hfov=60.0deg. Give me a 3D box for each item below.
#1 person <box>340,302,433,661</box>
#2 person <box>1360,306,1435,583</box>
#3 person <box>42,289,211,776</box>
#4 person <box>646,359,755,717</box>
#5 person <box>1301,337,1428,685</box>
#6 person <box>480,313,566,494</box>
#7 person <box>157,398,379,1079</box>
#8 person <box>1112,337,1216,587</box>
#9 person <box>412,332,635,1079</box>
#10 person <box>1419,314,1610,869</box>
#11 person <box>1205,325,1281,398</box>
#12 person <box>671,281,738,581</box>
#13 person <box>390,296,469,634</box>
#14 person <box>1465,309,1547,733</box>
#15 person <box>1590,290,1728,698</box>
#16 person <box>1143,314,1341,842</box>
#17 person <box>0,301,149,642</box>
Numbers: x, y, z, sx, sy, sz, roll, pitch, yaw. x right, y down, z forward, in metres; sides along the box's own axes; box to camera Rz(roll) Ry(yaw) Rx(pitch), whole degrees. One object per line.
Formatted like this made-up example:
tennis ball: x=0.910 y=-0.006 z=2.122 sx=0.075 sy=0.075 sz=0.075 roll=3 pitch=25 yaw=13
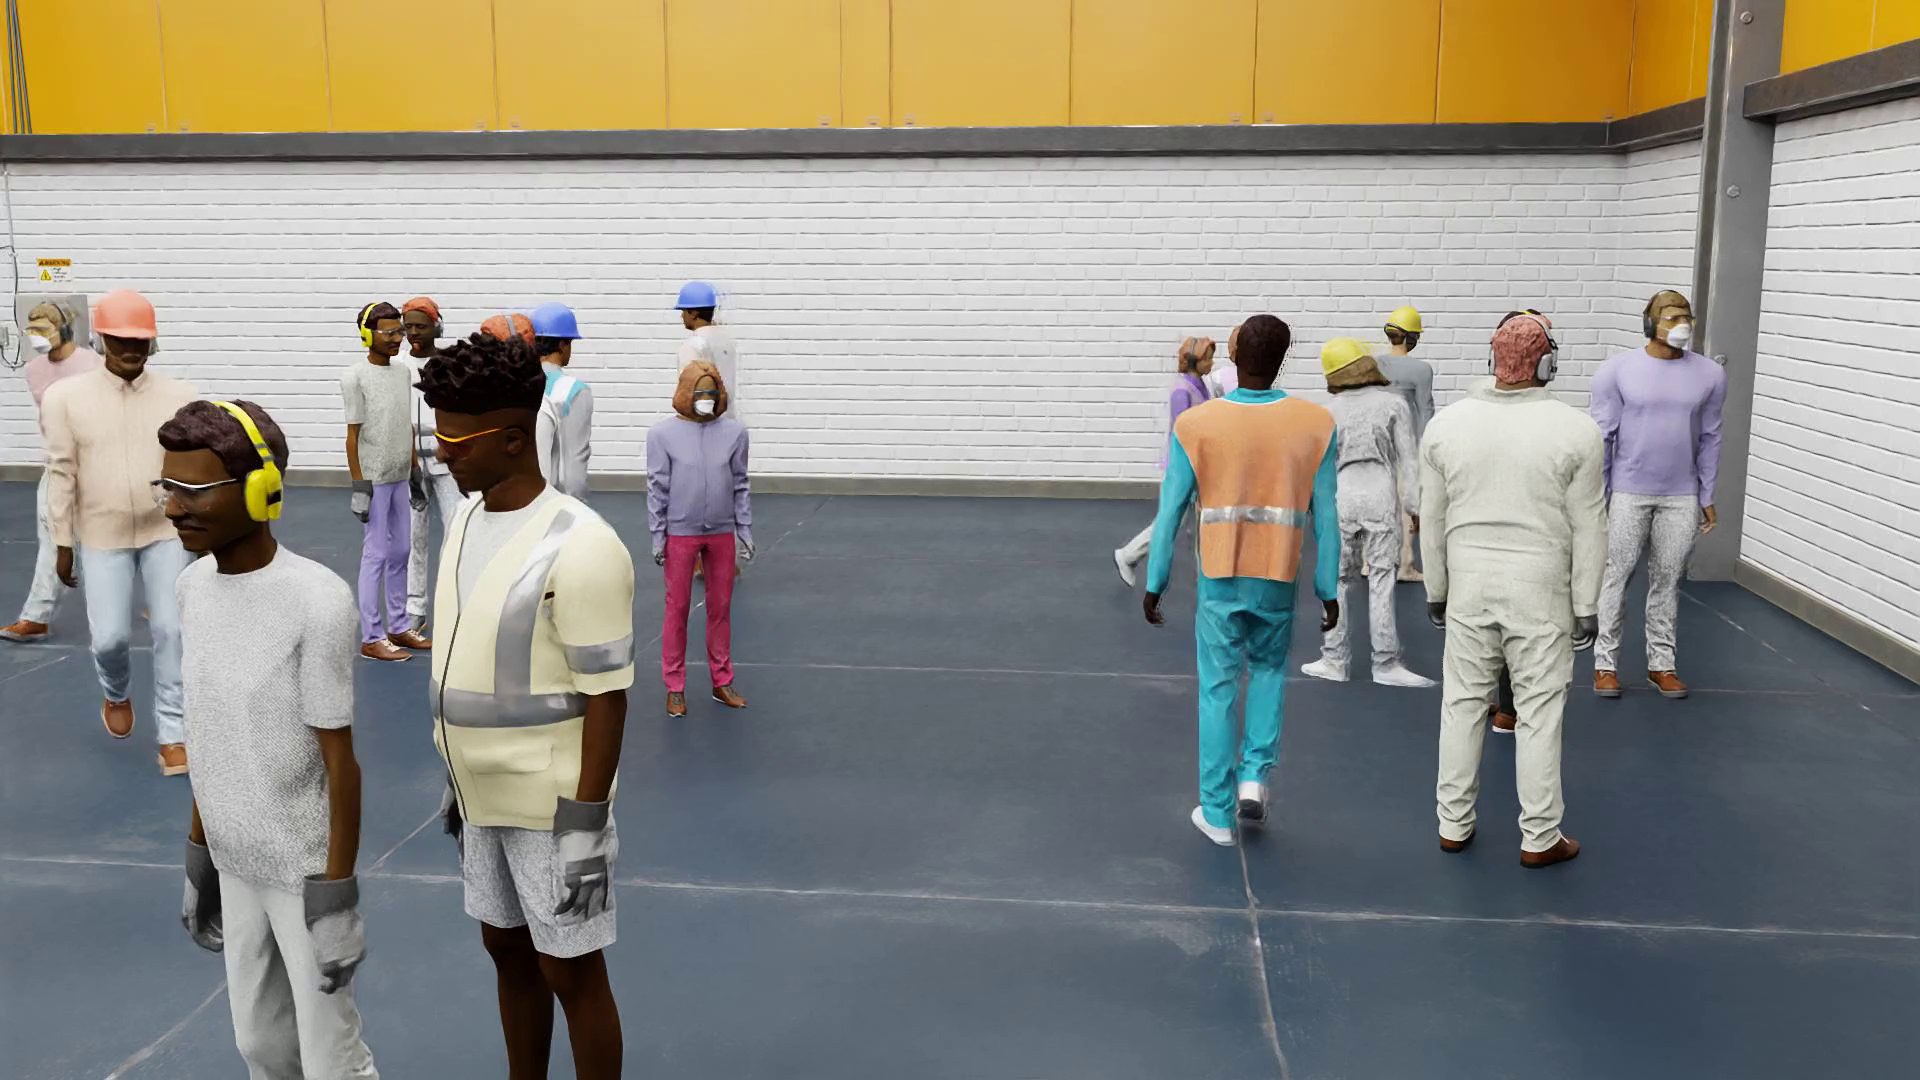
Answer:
person: x=-2.976 y=-0.302 z=8.661 sx=0.335 sy=1.865 sz=0.501 roll=3 pitch=10 yaw=18
person: x=2.810 y=-0.610 z=10.690 sx=0.326 sy=1.767 sz=0.533 roll=-9 pitch=14 yaw=-43
person: x=-3.378 y=-0.036 z=6.789 sx=0.620 sy=1.974 sz=0.596 roll=-7 pitch=12 yaw=-35
person: x=-1.190 y=-0.014 z=7.658 sx=0.498 sy=1.633 sz=0.284 roll=-5 pitch=11 yaw=-28
person: x=2.042 y=-0.138 z=8.187 sx=0.642 sy=1.699 sz=0.331 roll=4 pitch=11 yaw=20
person: x=-1.760 y=0.030 z=6.721 sx=0.352 sy=1.879 sz=0.579 roll=-4 pitch=11 yaw=-22
person: x=-1.322 y=0.650 z=3.234 sx=0.504 sy=1.858 sz=0.340 roll=6 pitch=12 yaw=32
person: x=1.329 y=-0.442 z=10.185 sx=0.713 sy=1.613 sz=0.509 roll=5 pitch=11 yaw=27
person: x=-0.942 y=0.536 z=3.578 sx=0.600 sy=1.958 sz=0.378 roll=10 pitch=14 yaw=44
person: x=1.916 y=0.179 z=5.771 sx=0.639 sy=1.908 sz=0.409 roll=7 pitch=12 yaw=36
person: x=1.821 y=-0.560 z=10.754 sx=0.515 sy=1.645 sz=0.309 roll=3 pitch=10 yaw=17
person: x=-1.658 y=-0.675 z=10.590 sx=0.501 sy=1.929 sz=0.649 roll=4 pitch=11 yaw=20
person: x=-2.901 y=-0.389 z=9.126 sx=0.574 sy=1.876 sz=0.355 roll=0 pitch=10 yaw=0
person: x=2.436 y=-0.084 z=7.381 sx=0.312 sy=1.869 sz=0.537 roll=-5 pitch=11 yaw=-28
person: x=3.297 y=-0.210 z=7.907 sx=0.629 sy=1.940 sz=0.373 roll=0 pitch=10 yaw=3
person: x=1.012 y=0.140 z=6.016 sx=0.718 sy=1.894 sz=0.456 roll=0 pitch=10 yaw=2
person: x=-4.843 y=-0.398 z=9.260 sx=0.644 sy=1.865 sz=1.107 roll=4 pitch=11 yaw=20
